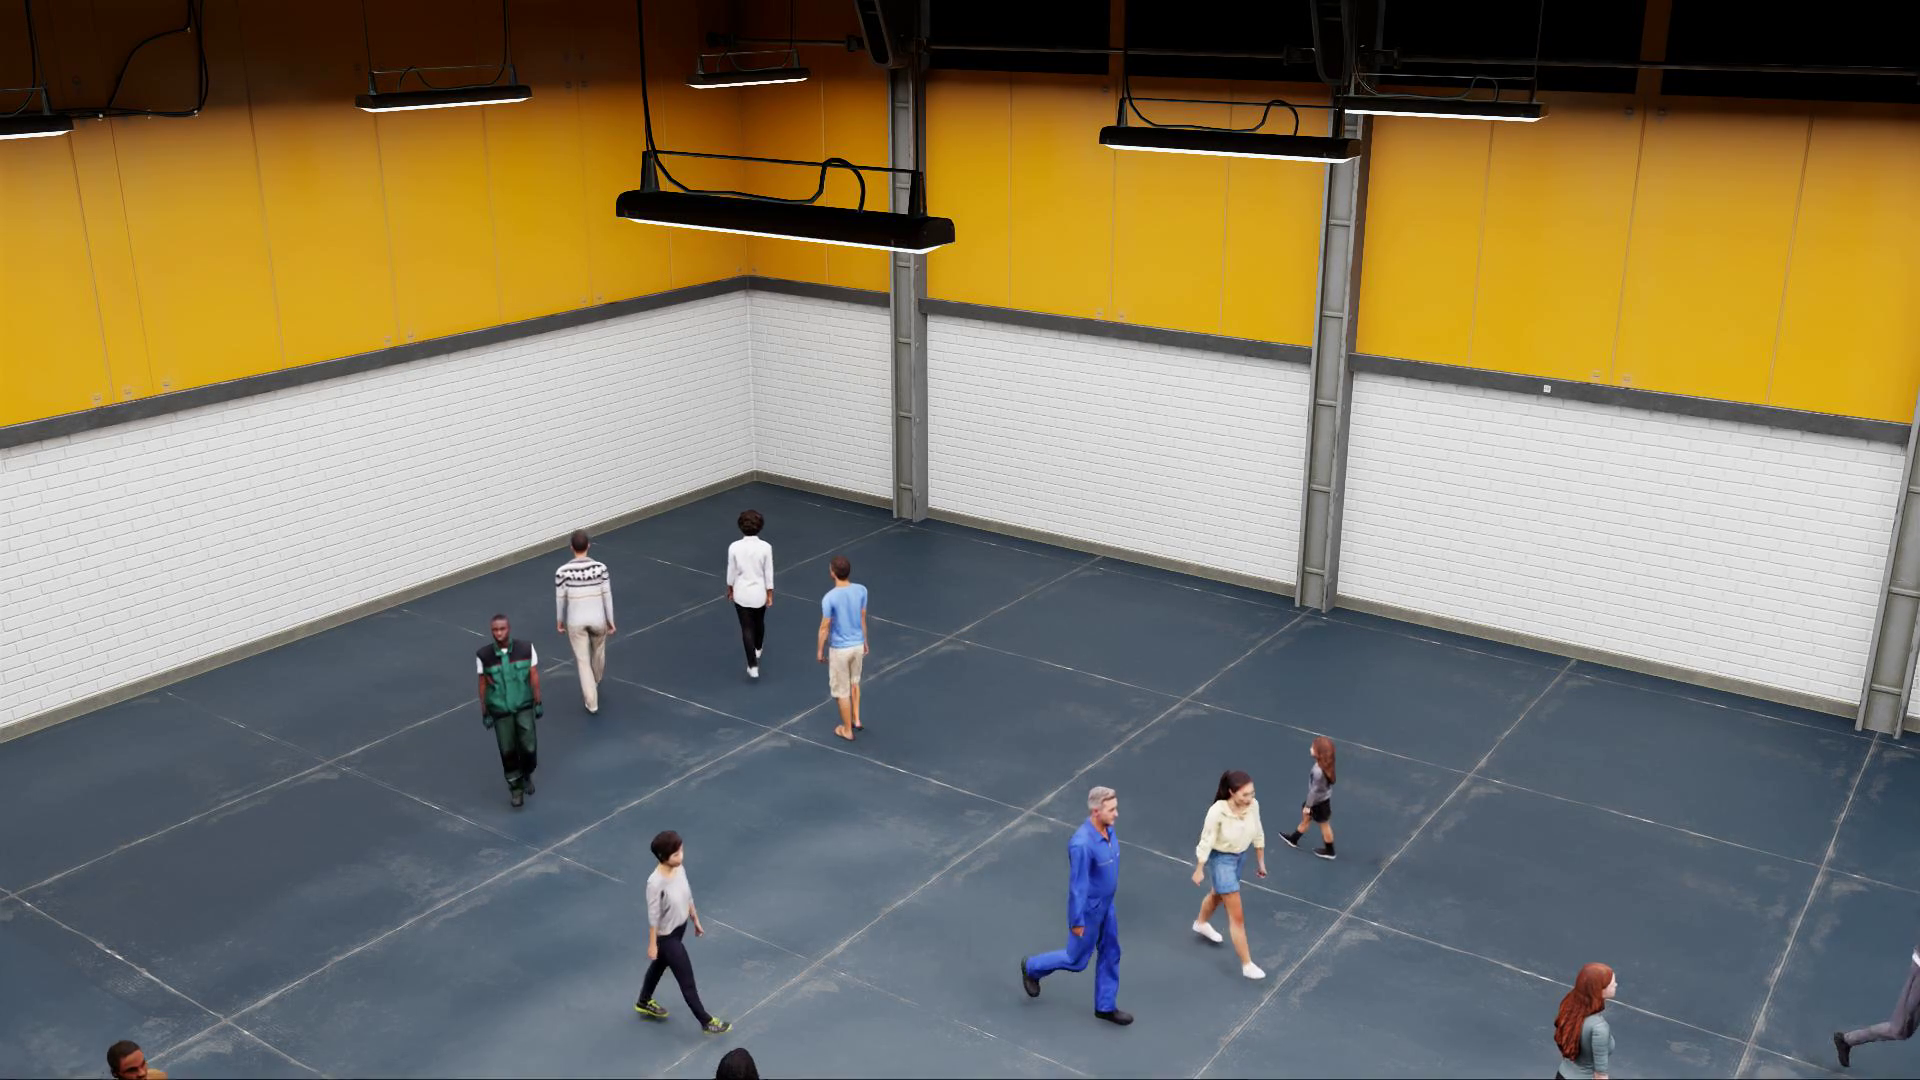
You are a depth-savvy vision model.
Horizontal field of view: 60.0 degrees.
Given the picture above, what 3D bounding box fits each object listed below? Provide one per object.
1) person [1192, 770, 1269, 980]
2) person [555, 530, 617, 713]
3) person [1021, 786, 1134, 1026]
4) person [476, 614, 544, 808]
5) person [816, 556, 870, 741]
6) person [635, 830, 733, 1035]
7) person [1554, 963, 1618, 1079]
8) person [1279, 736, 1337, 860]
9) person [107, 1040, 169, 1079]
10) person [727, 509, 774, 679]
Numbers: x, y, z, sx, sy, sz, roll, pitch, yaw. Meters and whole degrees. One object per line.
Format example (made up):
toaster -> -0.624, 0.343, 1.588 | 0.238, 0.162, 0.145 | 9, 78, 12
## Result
person -> 1.959, 2.422, 12.452 | 0.975, 1.580, 1.237 | -13, 22, -33
person -> -3.751, 0.855, 16.733 | 1.114, 1.816, 1.269 | -7, 20, -20
person -> 0.844, 2.556, 11.711 | 1.095, 1.798, 0.782 | 11, 21, 29
person -> -4.011, 1.485, 14.851 | 0.855, 1.823, 0.902 | -6, 20, -18
person -> -1.056, 1.063, 16.052 | 0.750, 1.857, 0.769 | -13, 22, -33
person -> -2.095, 2.733, 11.639 | 1.082, 1.508, 0.763 | 6, 20, 18
person -> 3.628, 3.247, 9.745 | 0.726, 1.742, 0.669 | -3, 19, -8
person -> 3.073, 2.174, 13.961 | 0.767, 1.086, 0.592 | 7, 20, 19
person -> -4.450, 3.464, 9.011 | 0.829, 1.800, 0.738 | 9, 20, 24
person -> -2.217, 0.594, 17.584 | 1.106, 1.768, 1.175 | -3, 19, -10
